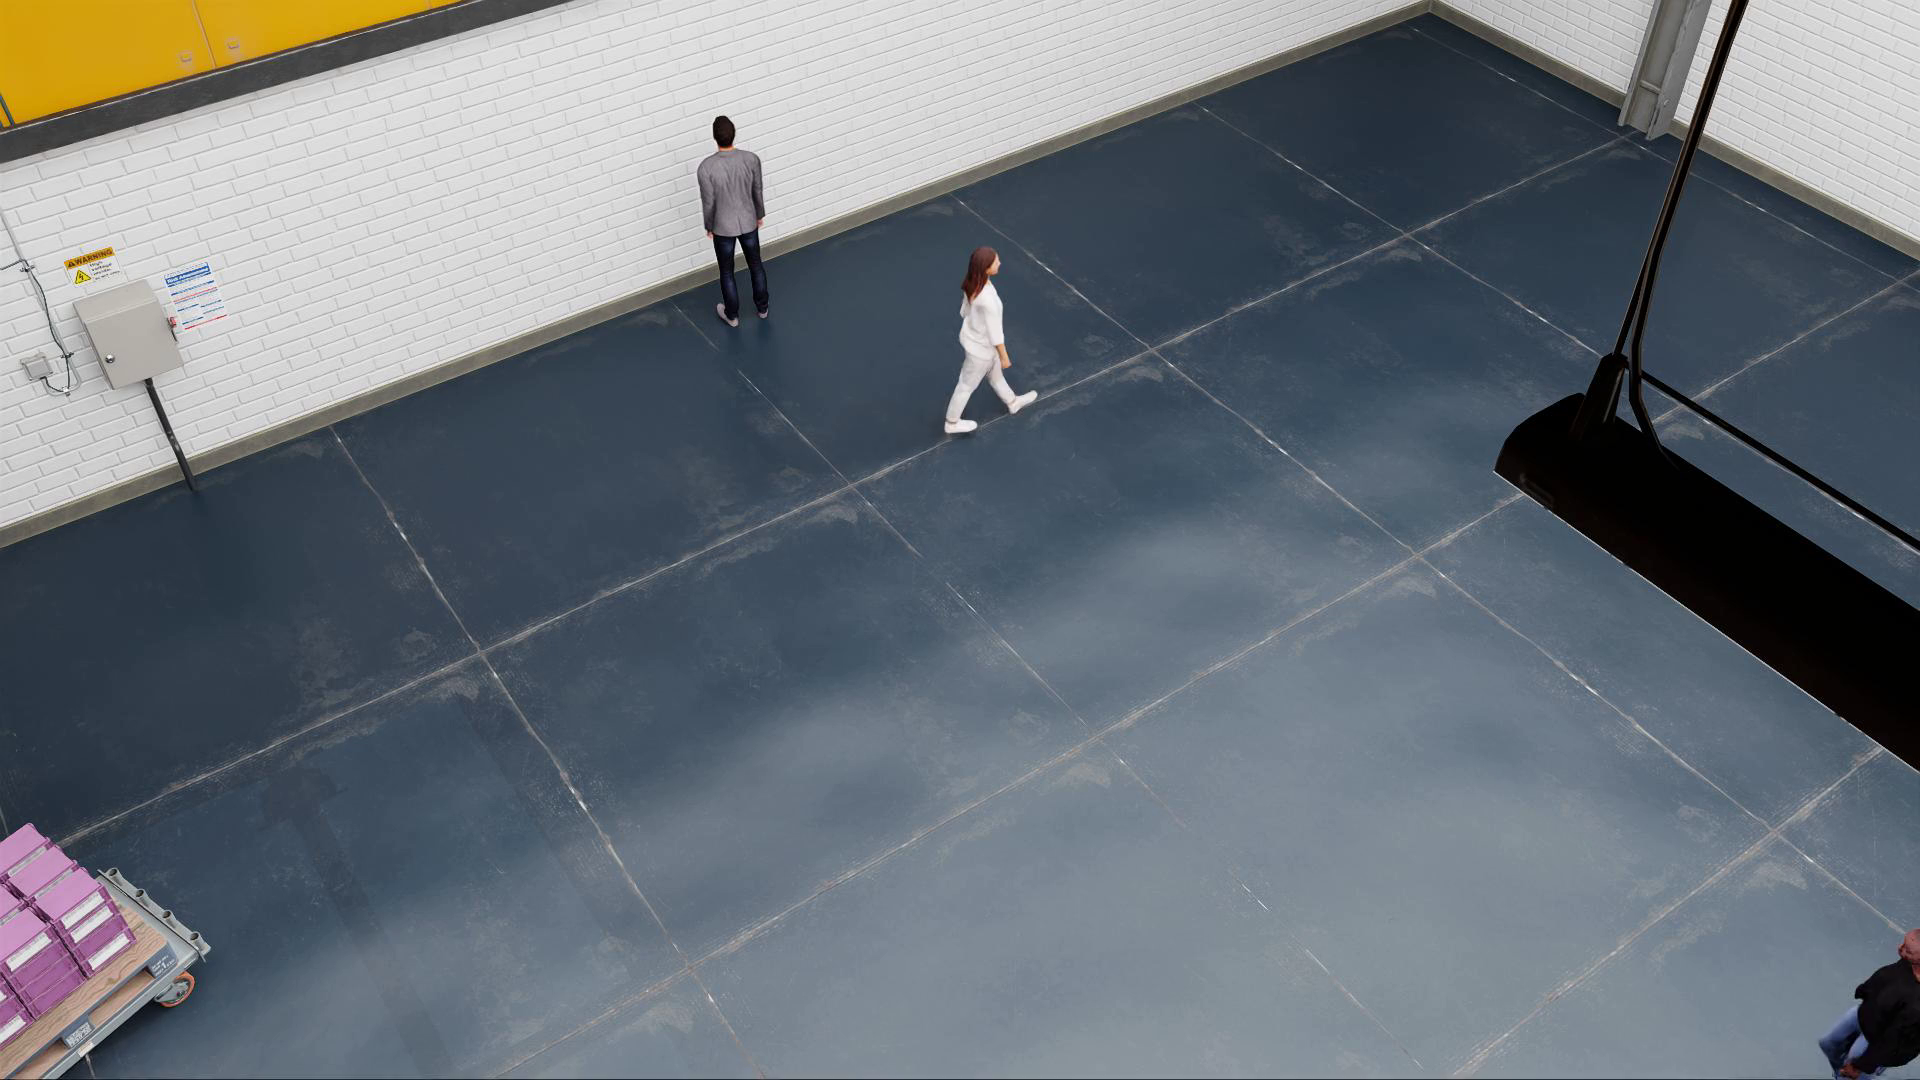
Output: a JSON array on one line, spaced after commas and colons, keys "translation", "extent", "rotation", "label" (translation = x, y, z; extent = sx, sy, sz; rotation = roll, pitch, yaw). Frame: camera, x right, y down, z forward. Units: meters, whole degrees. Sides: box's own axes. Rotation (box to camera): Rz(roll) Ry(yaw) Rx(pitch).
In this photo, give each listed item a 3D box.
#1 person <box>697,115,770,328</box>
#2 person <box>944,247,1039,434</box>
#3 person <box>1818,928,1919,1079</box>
[{"translation": [-1.832, -2.587, 13.535], "extent": [0.724, 1.874, 0.663], "rotation": [-17, 46, -17], "label": "person"}, {"translation": [0.071, -1.451, 12.505], "extent": [0.867, 1.649, 1.035], "rotation": [-13, 45, -14], "label": "person"}, {"translation": [4.676, 2.491, 8.306], "extent": [0.797, 1.734, 0.744], "rotation": [11, 45, 12], "label": "person"}]
